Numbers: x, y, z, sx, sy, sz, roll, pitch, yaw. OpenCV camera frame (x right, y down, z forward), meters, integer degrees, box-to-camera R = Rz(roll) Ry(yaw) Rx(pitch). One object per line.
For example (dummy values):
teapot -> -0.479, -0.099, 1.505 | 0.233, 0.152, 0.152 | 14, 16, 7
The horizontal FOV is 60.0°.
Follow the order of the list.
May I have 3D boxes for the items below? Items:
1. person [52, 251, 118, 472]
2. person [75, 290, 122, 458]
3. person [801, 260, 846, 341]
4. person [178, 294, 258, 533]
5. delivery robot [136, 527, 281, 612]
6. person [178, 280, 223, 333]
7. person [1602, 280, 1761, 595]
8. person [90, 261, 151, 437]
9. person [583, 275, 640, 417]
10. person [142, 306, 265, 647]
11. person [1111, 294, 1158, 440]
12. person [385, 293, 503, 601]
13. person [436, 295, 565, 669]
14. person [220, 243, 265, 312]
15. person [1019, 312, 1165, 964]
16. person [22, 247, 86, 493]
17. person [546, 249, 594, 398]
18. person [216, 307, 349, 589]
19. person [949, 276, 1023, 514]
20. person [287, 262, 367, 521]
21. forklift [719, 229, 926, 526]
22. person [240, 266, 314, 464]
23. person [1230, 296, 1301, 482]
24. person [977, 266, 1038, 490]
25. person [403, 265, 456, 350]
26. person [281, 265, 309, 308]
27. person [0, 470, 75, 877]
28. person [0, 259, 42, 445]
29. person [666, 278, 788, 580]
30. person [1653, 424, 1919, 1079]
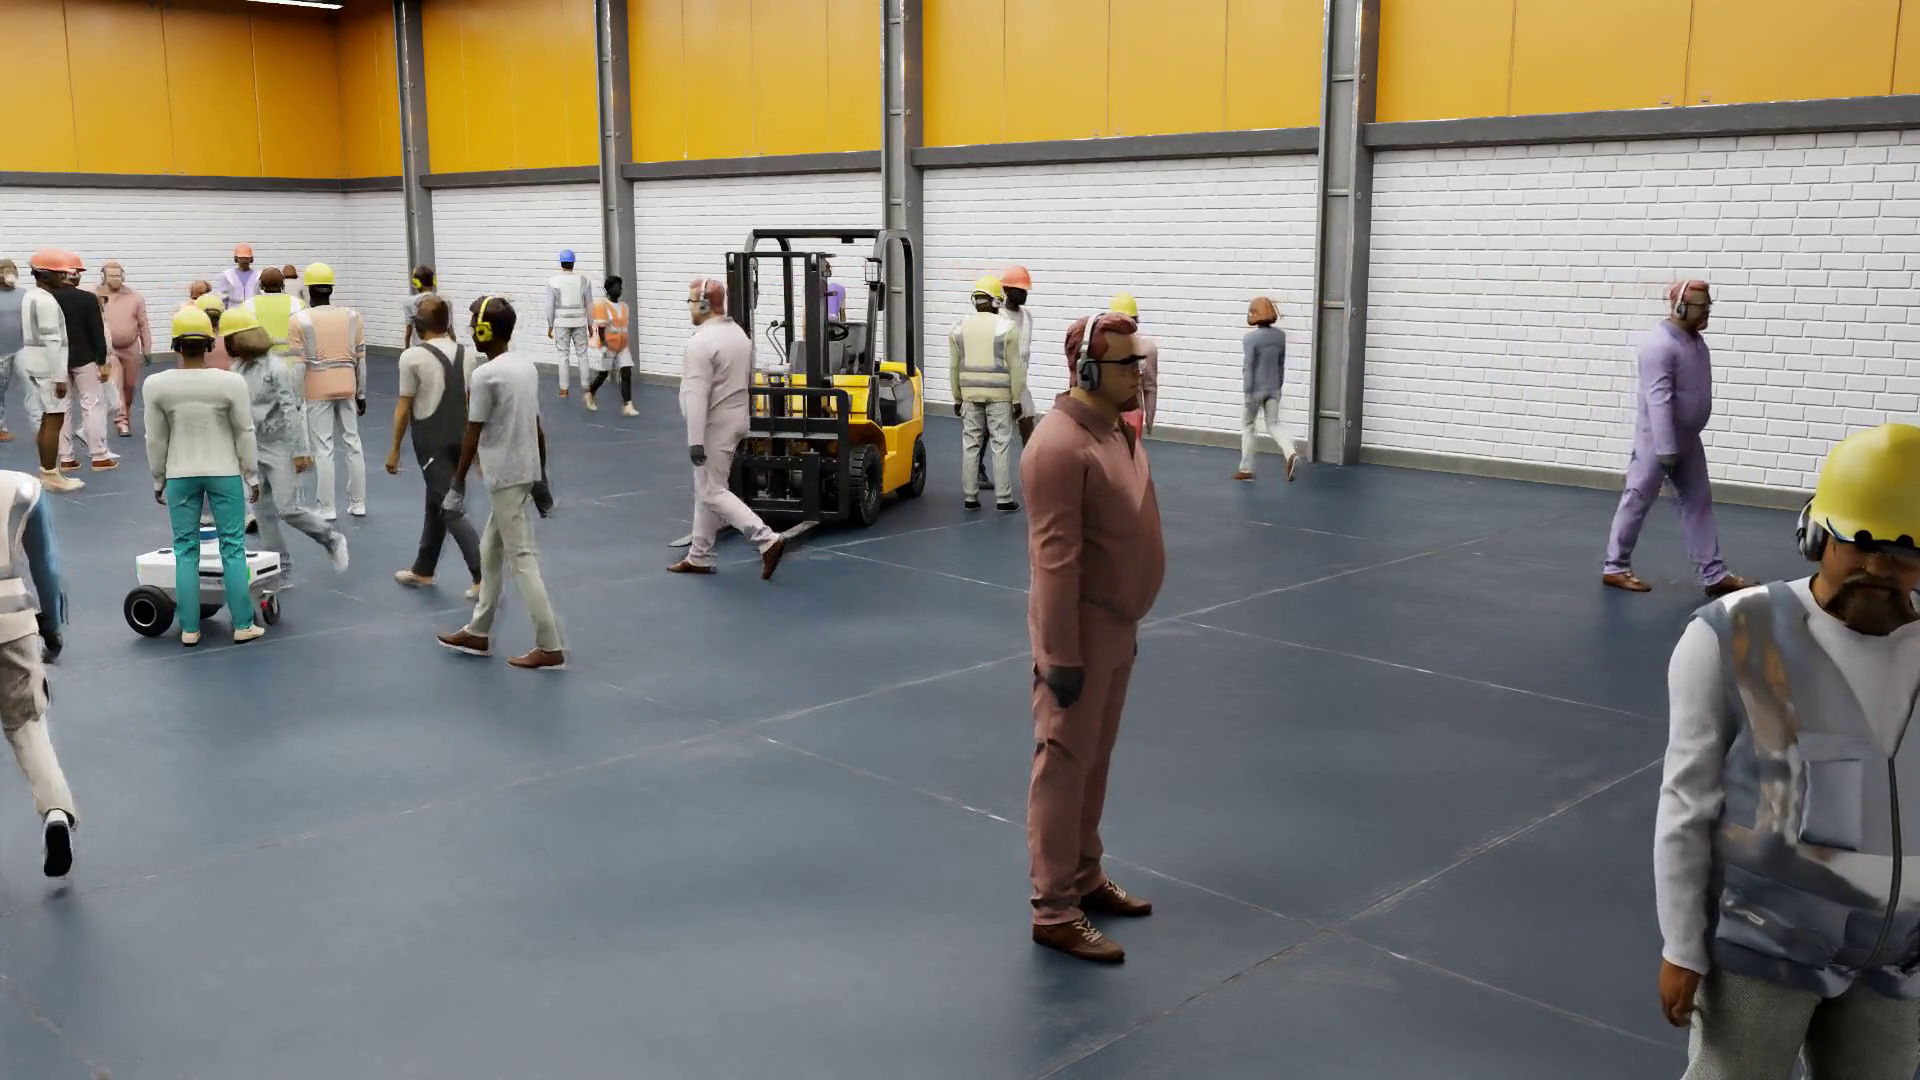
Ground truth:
person -> -8.021, -1.609, 15.055 | 0.613, 1.990, 0.392 | 0, 10, 0
person -> -8.278, -1.575, 15.893 | 0.422, 1.625, 0.517 | 0, 10, -2
person -> -1.637, -2.452, 20.041 | 0.570, 1.844, 0.379 | -5, 12, -26
person -> -5.344, -0.916, 12.019 | 0.507, 1.715, 0.924 | -8, 13, -38
delivery robot -> -4.050, 0.176, 8.981 | 0.707, 0.478, 0.477 | 2, 11, 11
person -> -8.643, -2.166, 19.097 | 0.538, 1.619, 0.568 | 0, 10, 1
person -> 4.272, -0.579, 9.780 | 0.669, 1.862, 0.934 | -9, 14, -41
person -> -9.070, -2.067, 17.902 | 0.647, 1.870, 0.899 | -8, 13, -39
person -> -4.154, -2.305, 19.718 | 0.782, 1.672, 0.530 | 8, 13, 39
person -> -3.925, -0.324, 8.650 | 0.533, 1.772, 0.298 | -2, 11, -13
person -> 1.158, -0.910, 11.995 | 0.518, 1.723, 0.925 | 3, 11, 14
person -> -3.041, -0.547, 9.804 | 0.953, 1.805, 0.512 | 5, 12, 28
person -> -2.341, -0.267, 8.184 | 0.870, 1.837, 0.513 | 2, 11, 11
person -> -9.749, -3.038, 22.757 | 0.654, 2.016, 0.753 | -4, 11, -23
person -> 0.414, 0.276, 5.003 | 0.400, 1.910, 0.643 | 4, 11, 22
person -> -7.566, -1.412, 13.883 | 0.413, 2.034, 0.639 | -9, 14, -40
person -> -5.127, -2.840, 21.884 | 0.616, 1.945, 0.404 | -4, 11, -21
person -> -4.075, -0.537, 9.971 | 0.528, 1.707, 0.641 | 6, 12, 29
person -> 0.213, -1.105, 12.769 | 0.588, 1.822, 0.403 | 4, 11, 22
person -> -4.734, -1.103, 12.466 | 0.370, 1.929, 0.585 | 10, 14, 43
forklift -> -1.050, -1.319, 12.920 | 1.214, 2.155, 2.313 | 2, 11, 13
person -> -6.320, -1.607, 15.444 | 0.626, 1.847, 0.429 | -3, 11, -18
person -> 2.637, -1.284, 14.306 | 0.505, 1.615, 0.681 | -6, 12, -30
person -> 0.423, -1.302, 13.703 | 0.558, 1.879, 1.035 | -8, 13, -36
person -> -5.312, -1.847, 16.787 | 0.547, 1.843, 0.708 | -7, 13, -35
person -> -11.602, -3.968, 28.933 | 0.527, 1.629, 0.343 | -5, 12, -26
person -> -3.215, 0.335, 5.498 | 0.524, 1.615, 0.707 | -9, 14, -42
person -> -9.659, -1.901, 16.942 | 1.037, 1.892, 0.628 | 9, 14, 42
person -> -1.461, -0.677, 10.284 | 0.828, 1.881, 0.658 | 3, 11, 17
person -> 1.515, 0.702, 2.909 | 0.586, 1.824, 0.404 | 0, 10, 1
